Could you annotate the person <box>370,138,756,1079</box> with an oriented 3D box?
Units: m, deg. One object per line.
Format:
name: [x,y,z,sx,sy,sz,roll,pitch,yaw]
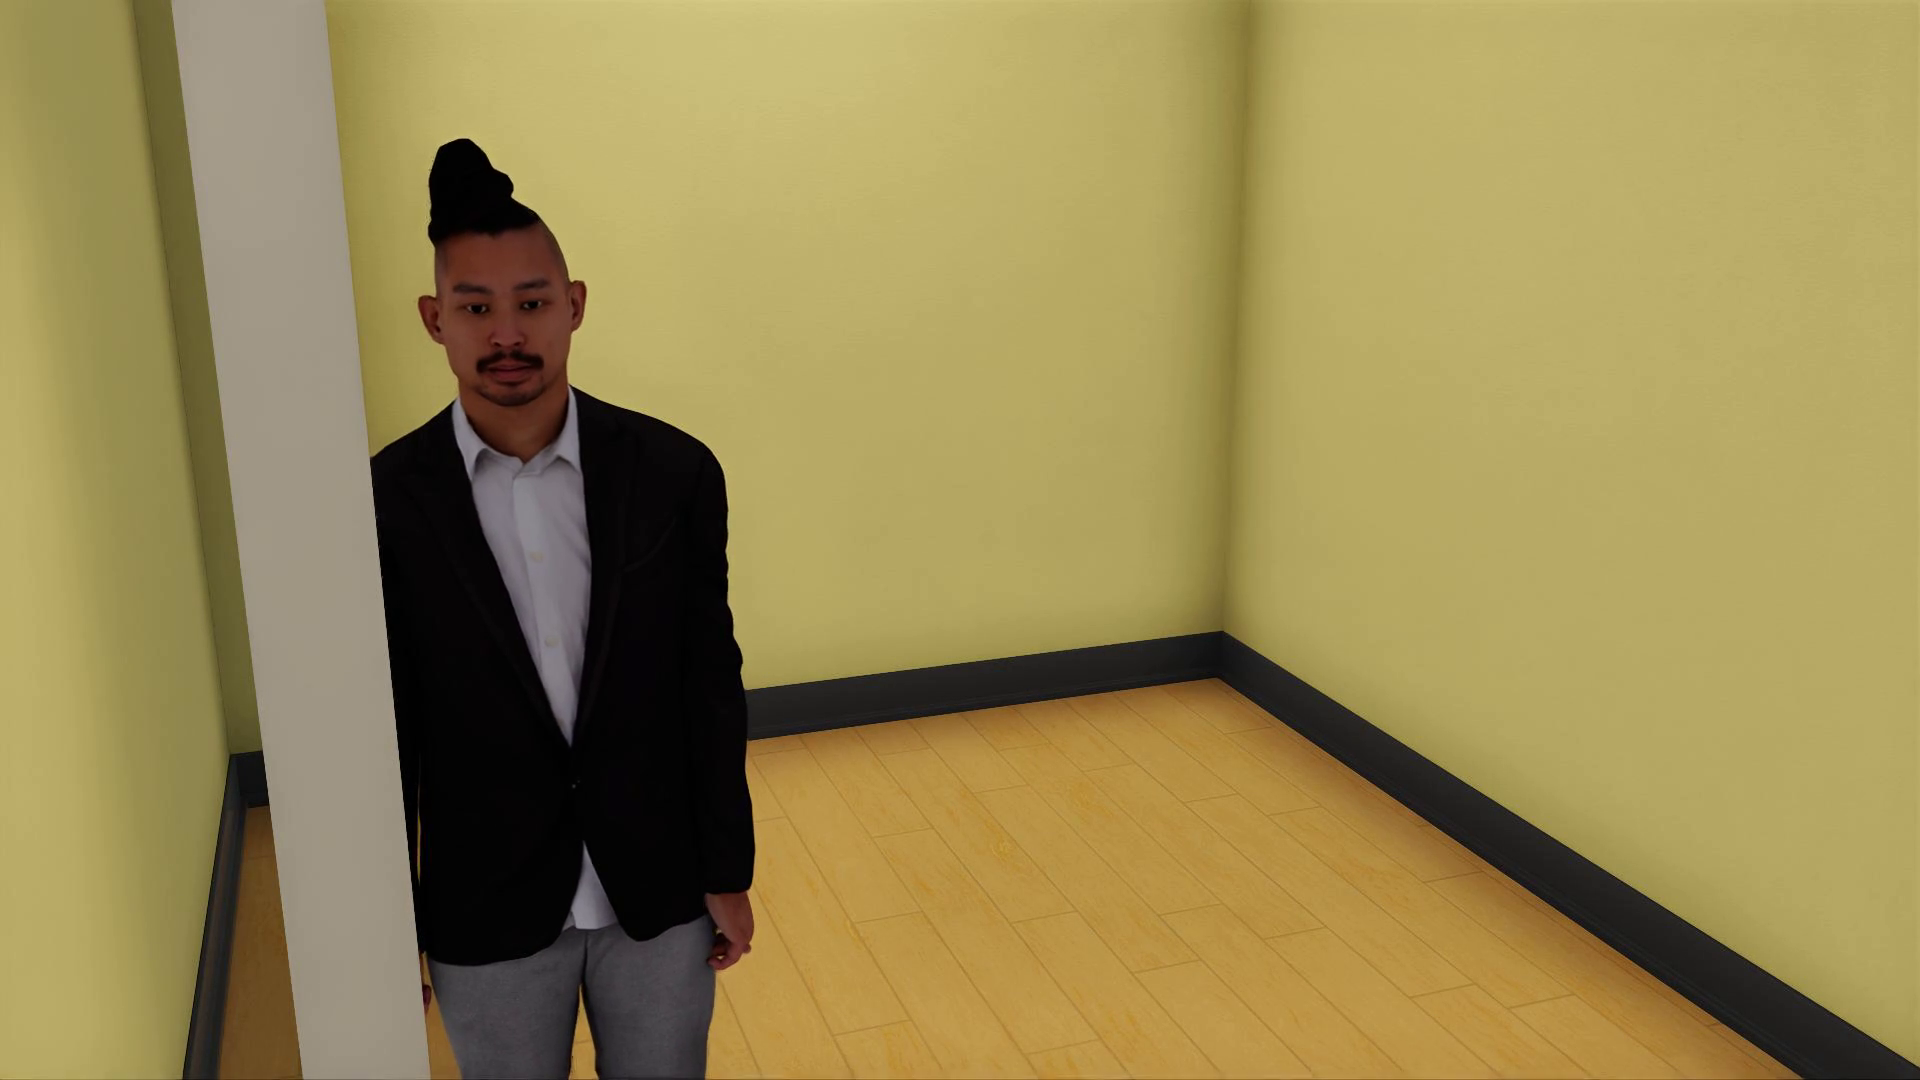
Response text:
person: [-0.559,0.435,2.337,0.506,1.951,0.757,-6,17,-19]
